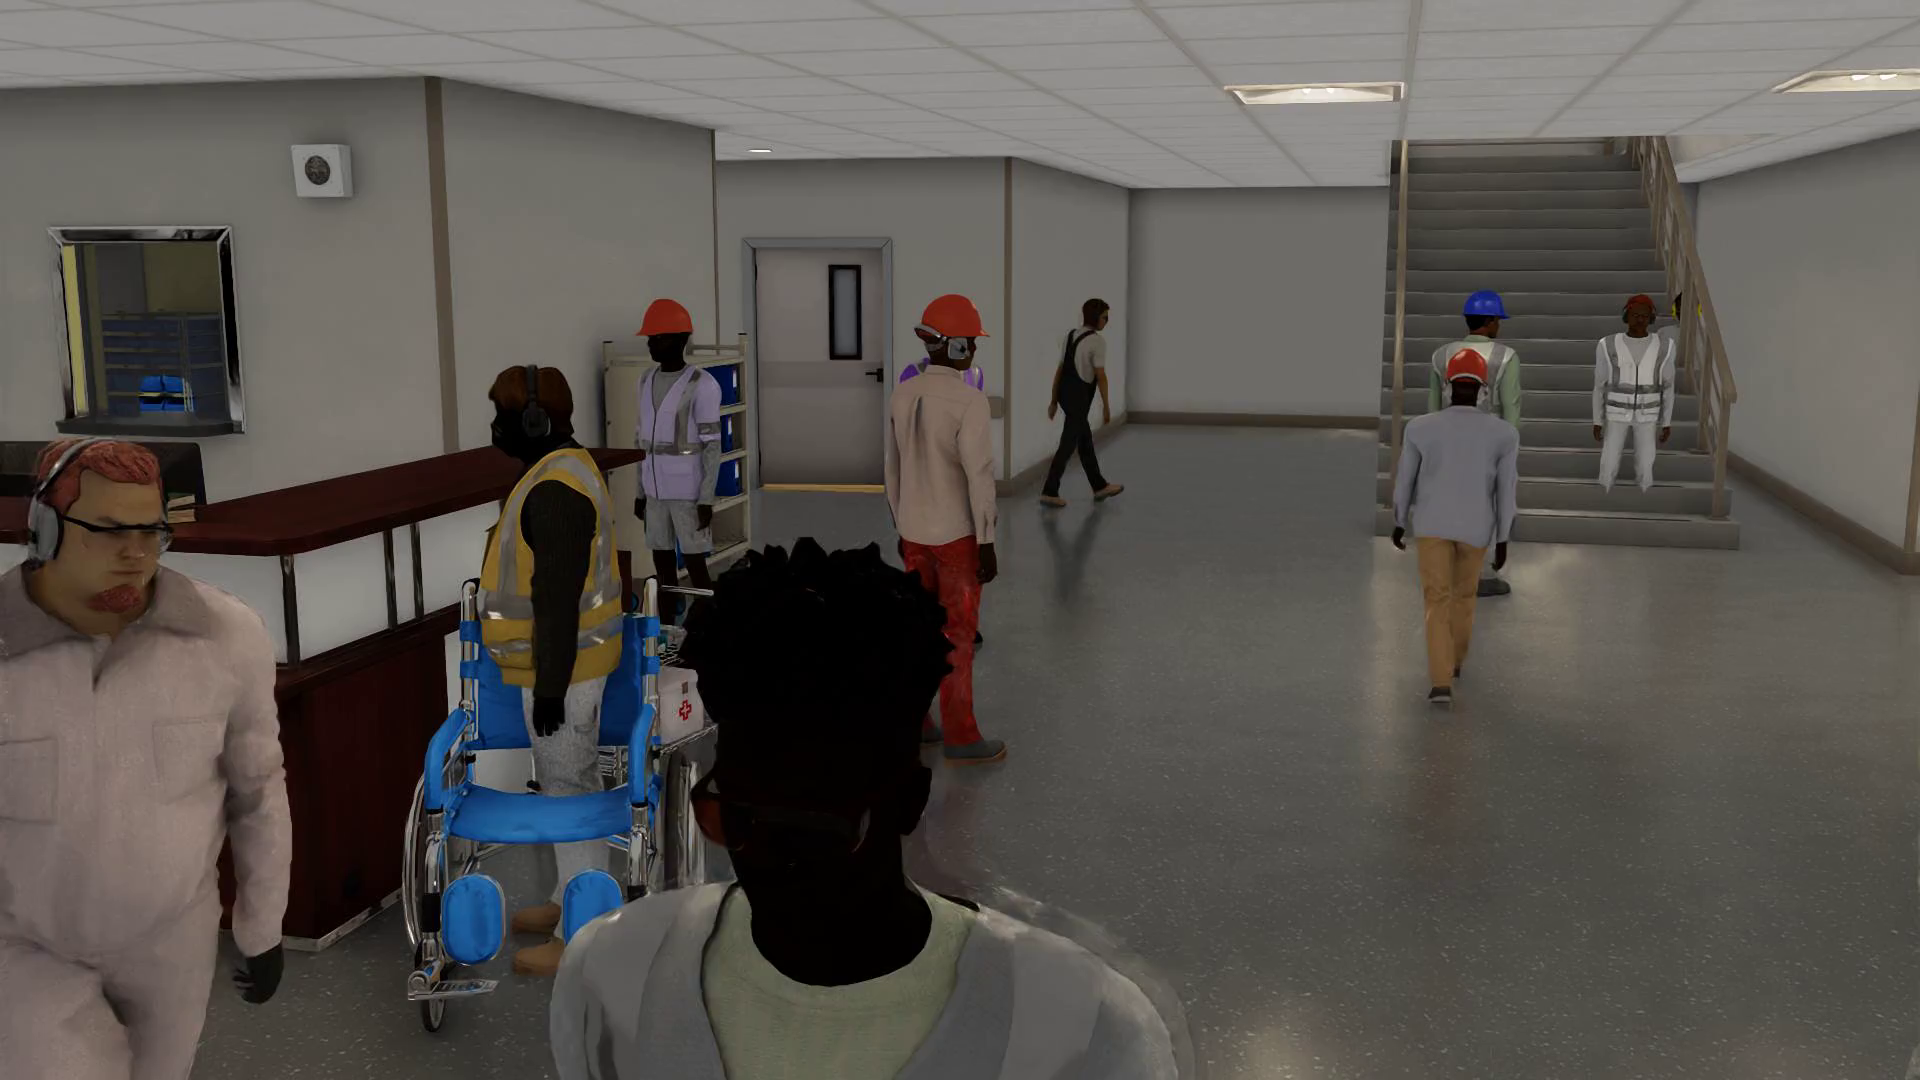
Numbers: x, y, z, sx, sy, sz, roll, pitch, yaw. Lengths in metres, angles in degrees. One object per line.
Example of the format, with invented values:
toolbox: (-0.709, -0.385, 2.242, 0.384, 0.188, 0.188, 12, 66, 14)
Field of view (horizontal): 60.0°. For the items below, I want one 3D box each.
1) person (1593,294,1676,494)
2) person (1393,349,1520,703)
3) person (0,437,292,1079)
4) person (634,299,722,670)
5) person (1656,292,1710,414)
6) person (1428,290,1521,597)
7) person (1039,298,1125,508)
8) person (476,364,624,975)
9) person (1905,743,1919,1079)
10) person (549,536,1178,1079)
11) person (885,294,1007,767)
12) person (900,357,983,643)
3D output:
person: (5.107, -0.923, 12.643, 0.574, 1.876, 0.350, 3, 10, 15)
person: (2.422, -0.079, 8.157, 0.558, 1.713, 0.895, 1, 10, 6)
person: (-1.630, 0.711, 3.121, 0.684, 1.852, 0.924, -8, 13, -39)
person: (-1.475, -0.261, 8.548, 0.542, 1.939, 0.365, 7, 12, 34)
person: (6.240, -1.224, 14.419, 0.518, 1.874, 0.326, 5, 11, 28)
person: (3.276, -0.615, 10.614, 0.606, 1.944, 0.402, 9, 13, 43)
person: (1.067, -1.181, 14.381, 0.983, 1.787, 0.533, -5, 11, -29)
person: (-1.243, 0.383, 5.077, 0.429, 1.835, 0.628, -2, 10, -14)
person: (2.051, 0.712, 3.163, 0.403, 1.822, 0.586, 1, 10, 5)
person: (-0.078, 0.924, 1.628, 0.621, 1.932, 0.954, 3, 10, 16)
person: (-0.055, -0.041, 7.083, 0.390, 1.992, 0.624, -8, 13, -41)
person: (-0.070, -0.362, 9.157, 0.547, 1.934, 0.375, -8, 12, -39)
